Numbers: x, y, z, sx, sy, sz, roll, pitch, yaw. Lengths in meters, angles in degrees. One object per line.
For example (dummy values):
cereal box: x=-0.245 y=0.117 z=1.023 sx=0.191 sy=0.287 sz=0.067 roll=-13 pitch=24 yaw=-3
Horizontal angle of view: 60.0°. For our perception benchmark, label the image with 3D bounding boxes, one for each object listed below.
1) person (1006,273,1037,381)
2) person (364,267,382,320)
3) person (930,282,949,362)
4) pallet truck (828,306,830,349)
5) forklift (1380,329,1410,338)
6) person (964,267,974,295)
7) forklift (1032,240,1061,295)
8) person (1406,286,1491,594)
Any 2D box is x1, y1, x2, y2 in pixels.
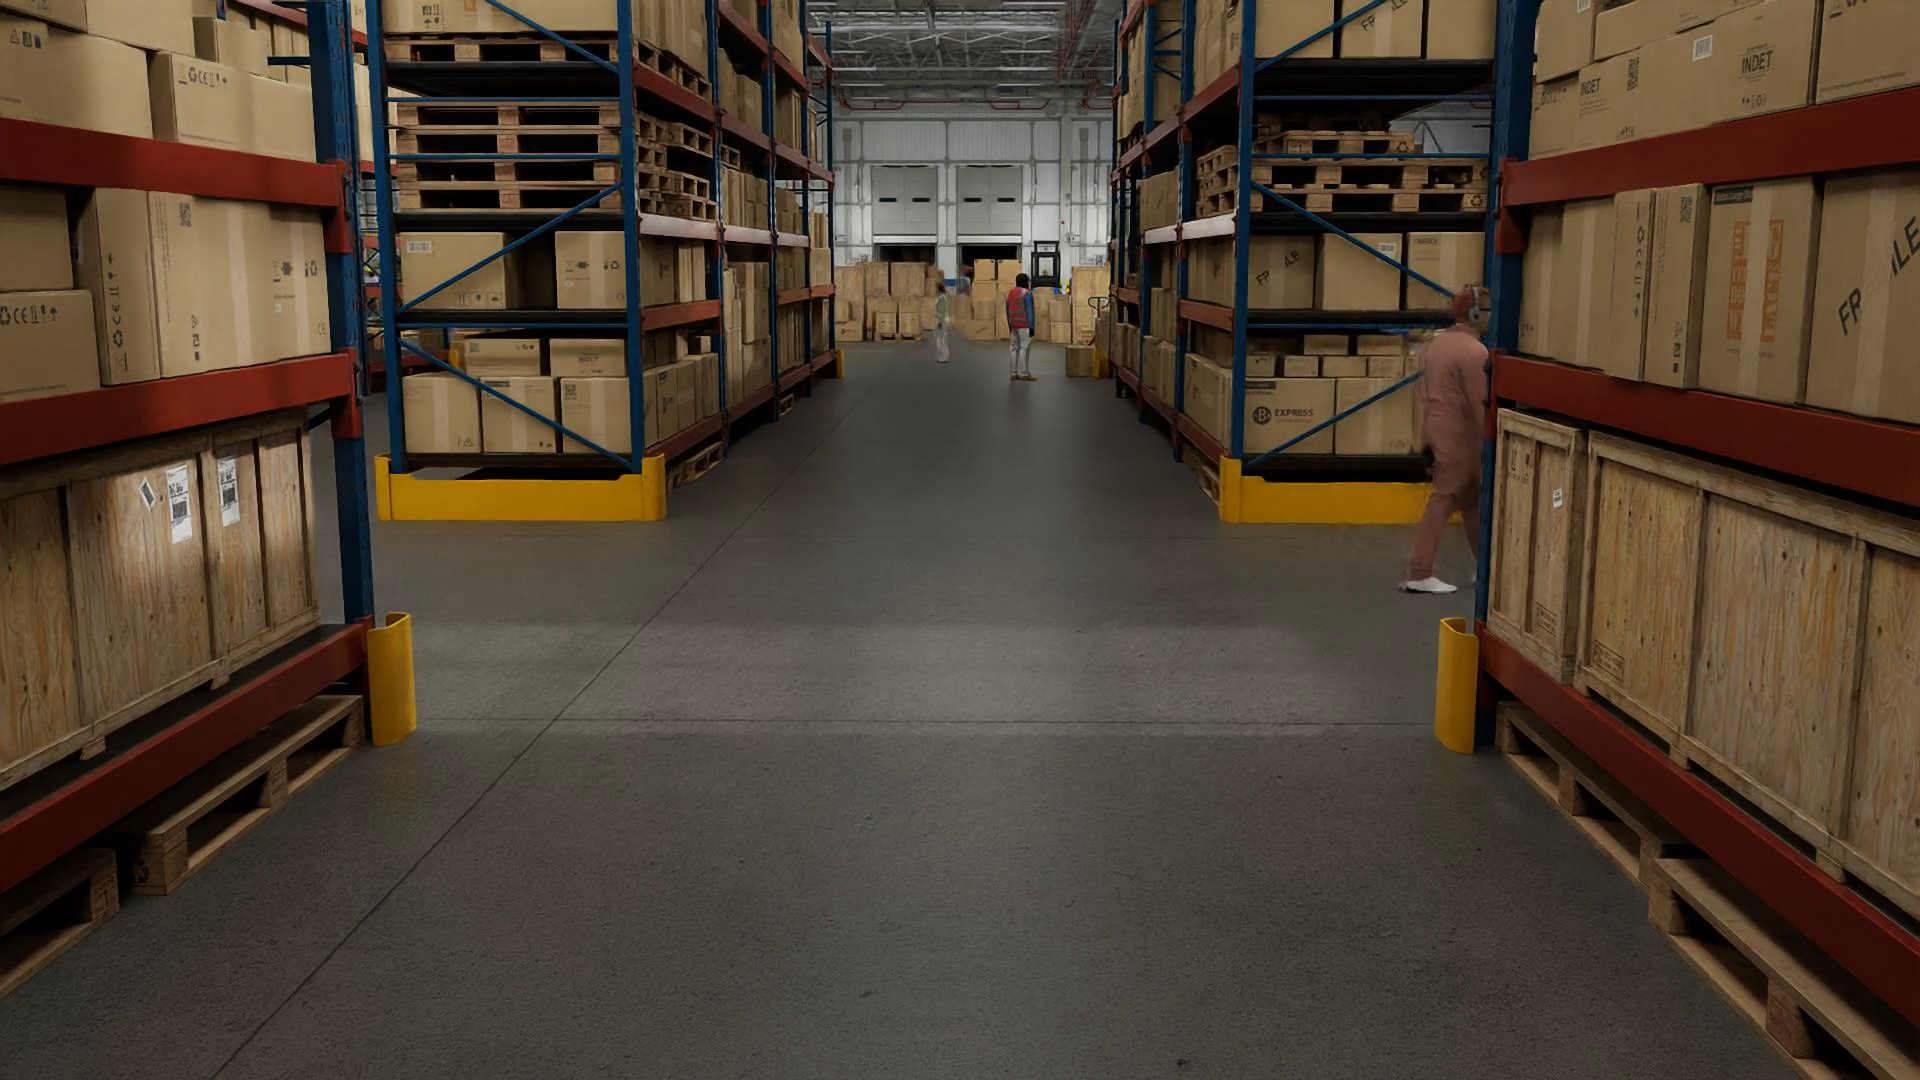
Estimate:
person: x=1.066 y=-3.647 z=28.517 sx=0.429 sy=1.840 sz=0.636 roll=-7 pitch=12 yaw=-37
person: x=-20.624 y=-8.649 z=58.379 sx=0.612 sy=1.866 sz=1.014 roll=-8 pitch=12 yaw=-39
person: x=-0.417 y=-4.404 z=33.652 sx=0.409 sy=1.624 sz=0.526 roll=-2 pitch=10 yaw=-12
pallet truck: x=-3.100 y=-3.940 z=29.800 sx=1.885 sy=1.965 sz=0.823 roll=3 pitch=10 yaw=19
forklift: x=5.389 y=-3.361 z=23.692 sx=1.873 sy=2.768 sz=1.129 roll=0 pitch=9 yaw=1
person: x=0.234 y=-7.731 z=52.848 sx=0.998 sy=1.900 sz=0.540 roll=0 pitch=9 yaw=2
forklift: x=3.172 y=-9.648 z=61.356 sx=1.129 sy=2.768 sz=1.873 roll=0 pitch=9 yaw=1
person: x=3.160 y=-0.590 z=10.101 sx=0.908 sy=1.865 sz=0.665 roll=0 pitch=9 yaw=-2
